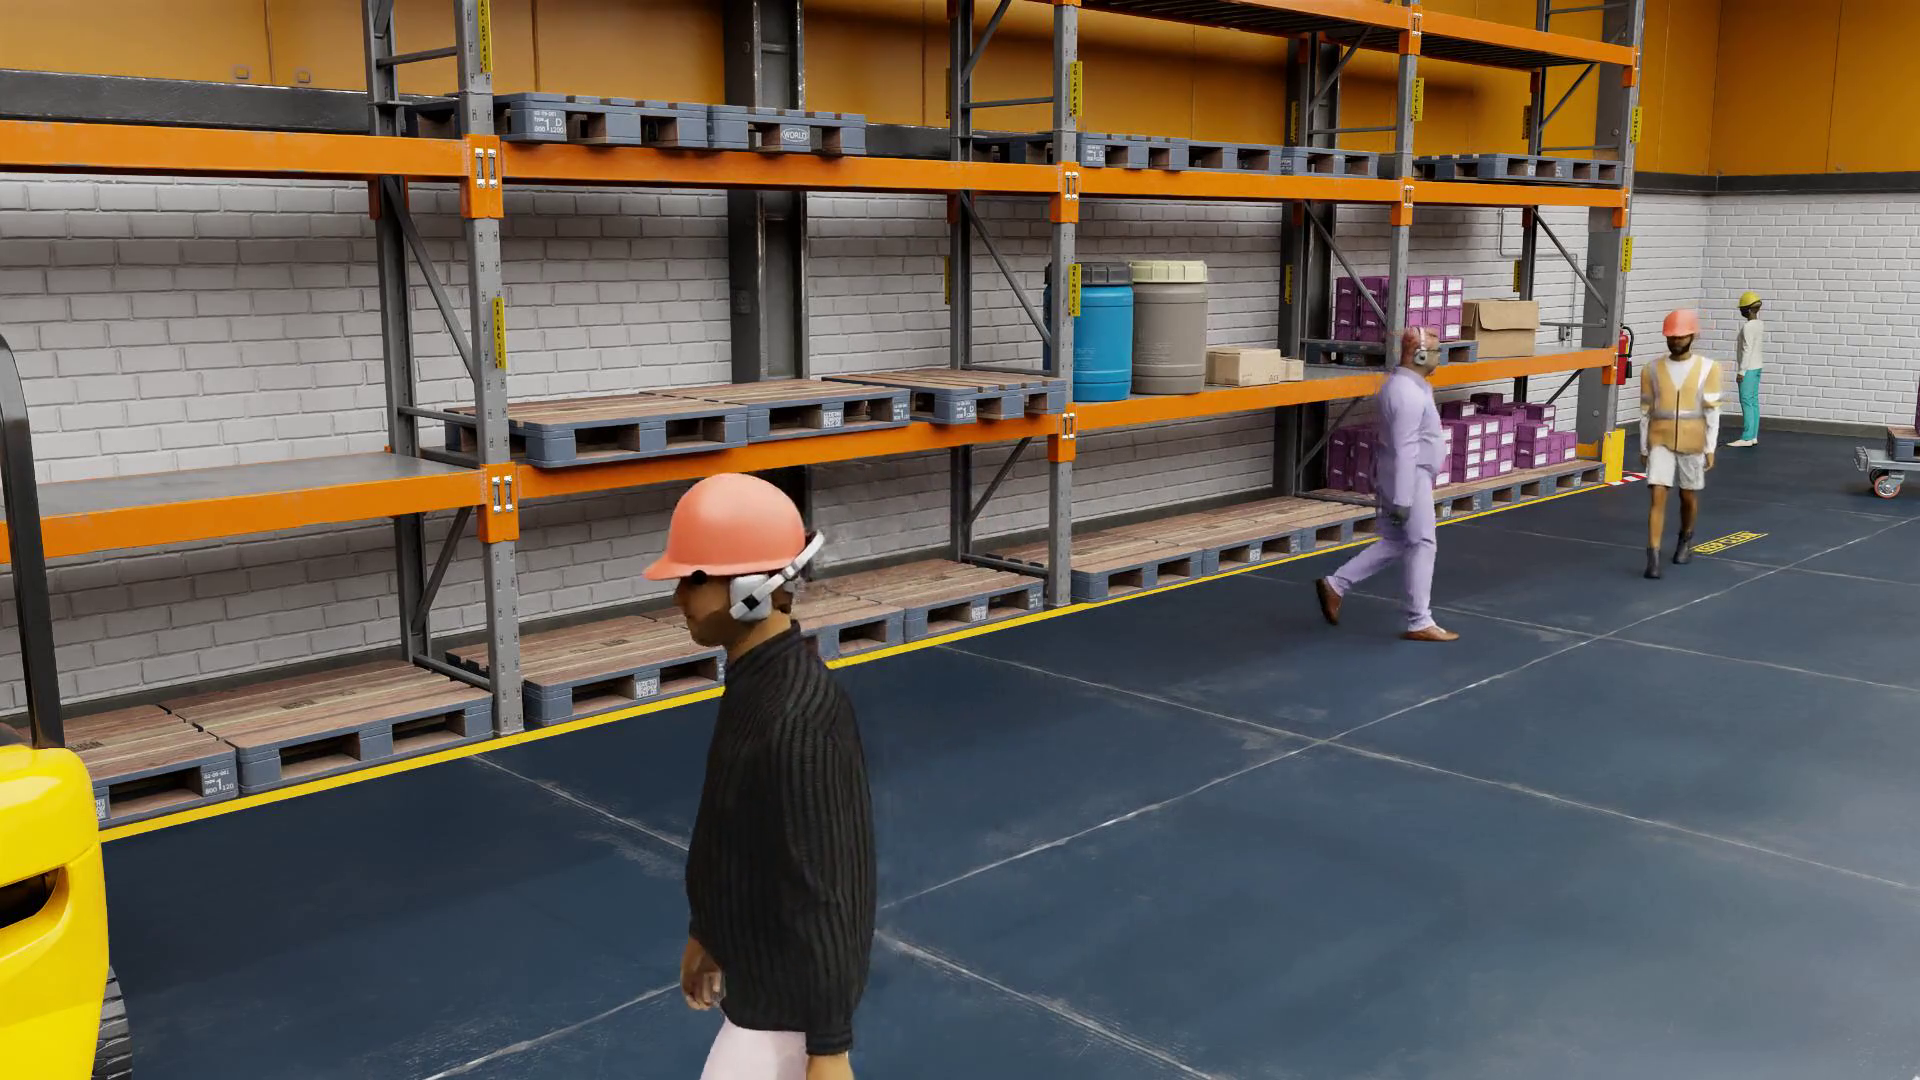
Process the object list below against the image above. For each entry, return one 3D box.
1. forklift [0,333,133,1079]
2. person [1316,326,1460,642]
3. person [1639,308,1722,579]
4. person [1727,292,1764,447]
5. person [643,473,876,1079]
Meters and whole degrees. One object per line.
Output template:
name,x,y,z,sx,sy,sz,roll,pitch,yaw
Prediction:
forklift,-3.289,0.485,4.582,1.214,2.155,2.313,-10,14,-44
person,2.579,-0.329,9.866,0.762,1.885,0.649,1,10,4
person,5.133,-0.711,11.912,0.543,1.903,0.963,5,12,26
person,8.969,-1.937,18.975,0.330,1.761,0.532,9,14,40
person,-0.491,0.851,3.212,0.908,1.957,0.664,-2,11,-10
